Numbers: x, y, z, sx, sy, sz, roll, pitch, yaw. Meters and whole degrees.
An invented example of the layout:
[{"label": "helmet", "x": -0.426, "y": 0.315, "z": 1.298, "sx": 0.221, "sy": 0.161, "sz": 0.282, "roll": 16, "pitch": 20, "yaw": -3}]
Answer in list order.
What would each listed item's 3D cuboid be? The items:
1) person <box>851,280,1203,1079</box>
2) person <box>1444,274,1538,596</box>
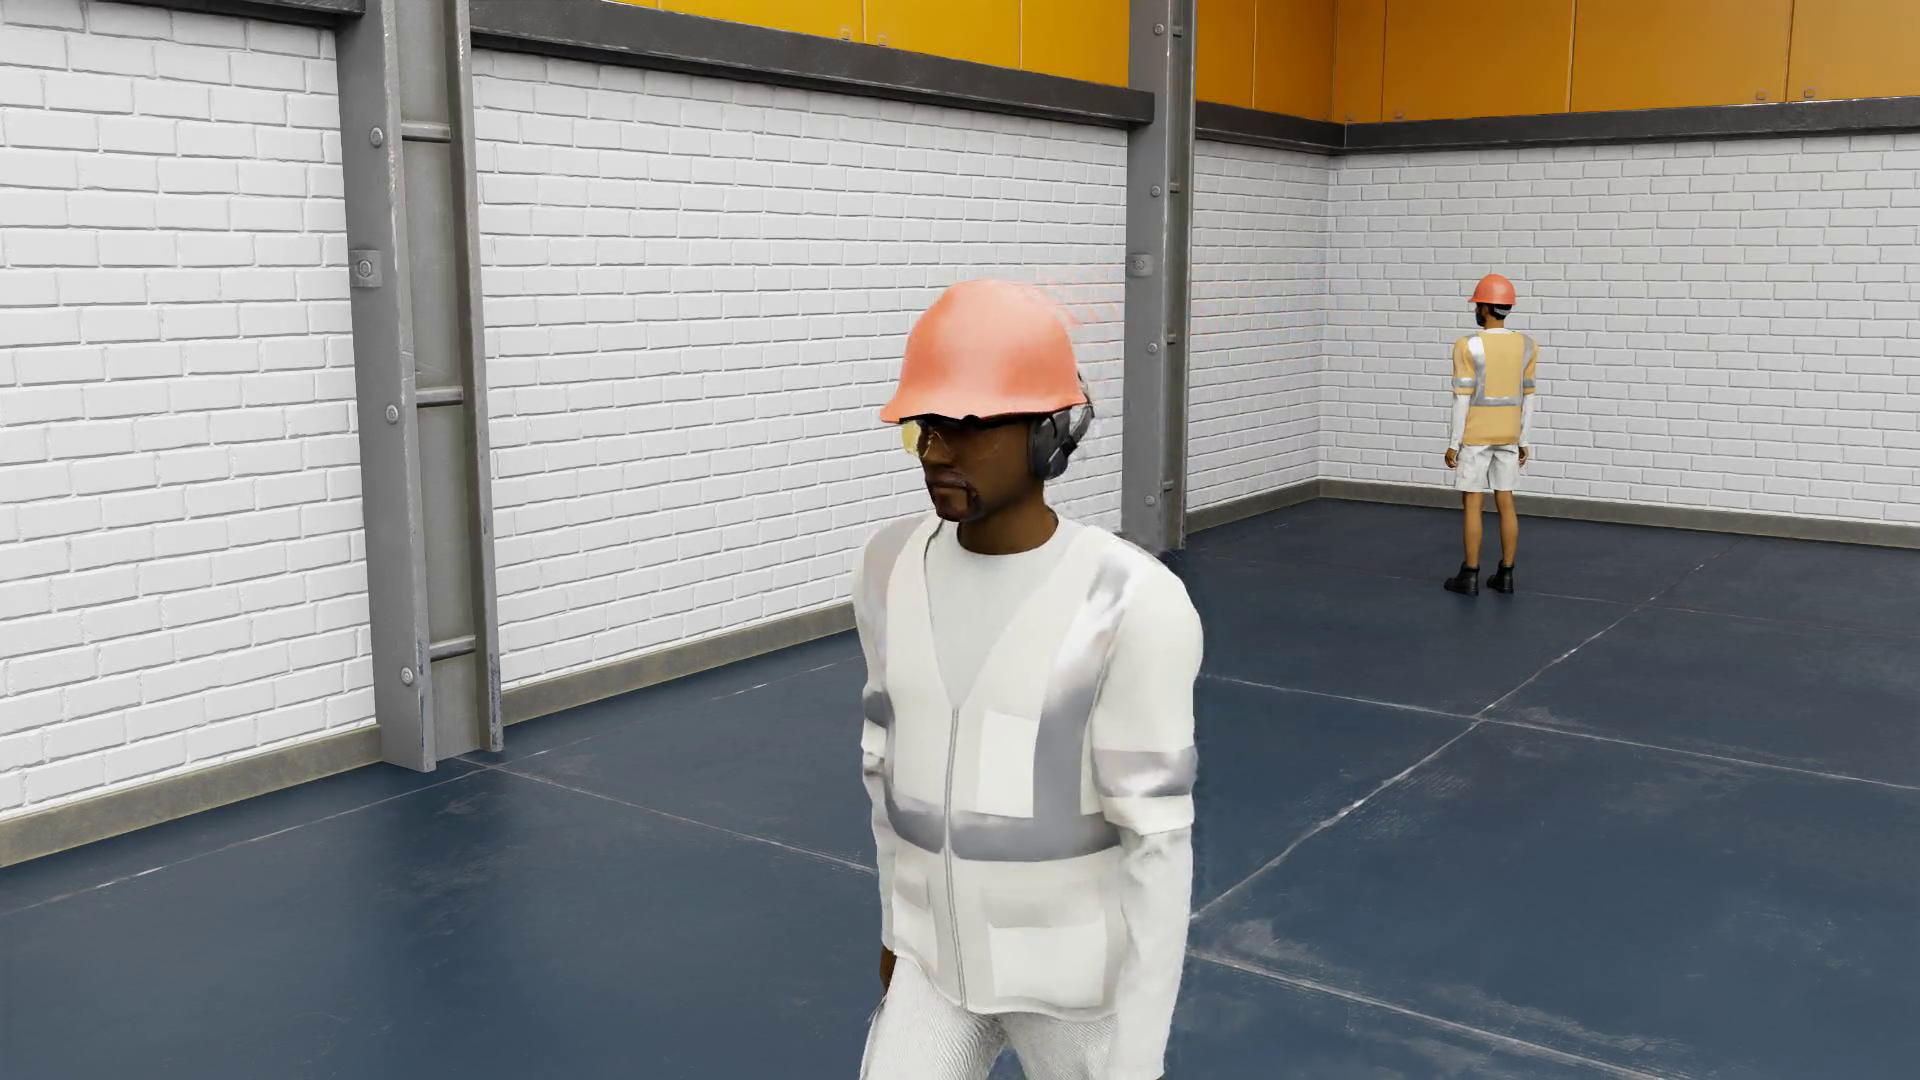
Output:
[{"label": "person", "x": 0.041, "y": 0.623, "z": 2.470, "sx": 0.631, "sy": 1.985, "sz": 1.068, "roll": 7, "pitch": 12, "yaw": 34}, {"label": "person", "x": 3.194, "y": -0.628, "z": 10.092, "sx": 0.555, "sy": 1.938, "sz": 0.368, "roll": -2, "pitch": 10, "yaw": -13}]
